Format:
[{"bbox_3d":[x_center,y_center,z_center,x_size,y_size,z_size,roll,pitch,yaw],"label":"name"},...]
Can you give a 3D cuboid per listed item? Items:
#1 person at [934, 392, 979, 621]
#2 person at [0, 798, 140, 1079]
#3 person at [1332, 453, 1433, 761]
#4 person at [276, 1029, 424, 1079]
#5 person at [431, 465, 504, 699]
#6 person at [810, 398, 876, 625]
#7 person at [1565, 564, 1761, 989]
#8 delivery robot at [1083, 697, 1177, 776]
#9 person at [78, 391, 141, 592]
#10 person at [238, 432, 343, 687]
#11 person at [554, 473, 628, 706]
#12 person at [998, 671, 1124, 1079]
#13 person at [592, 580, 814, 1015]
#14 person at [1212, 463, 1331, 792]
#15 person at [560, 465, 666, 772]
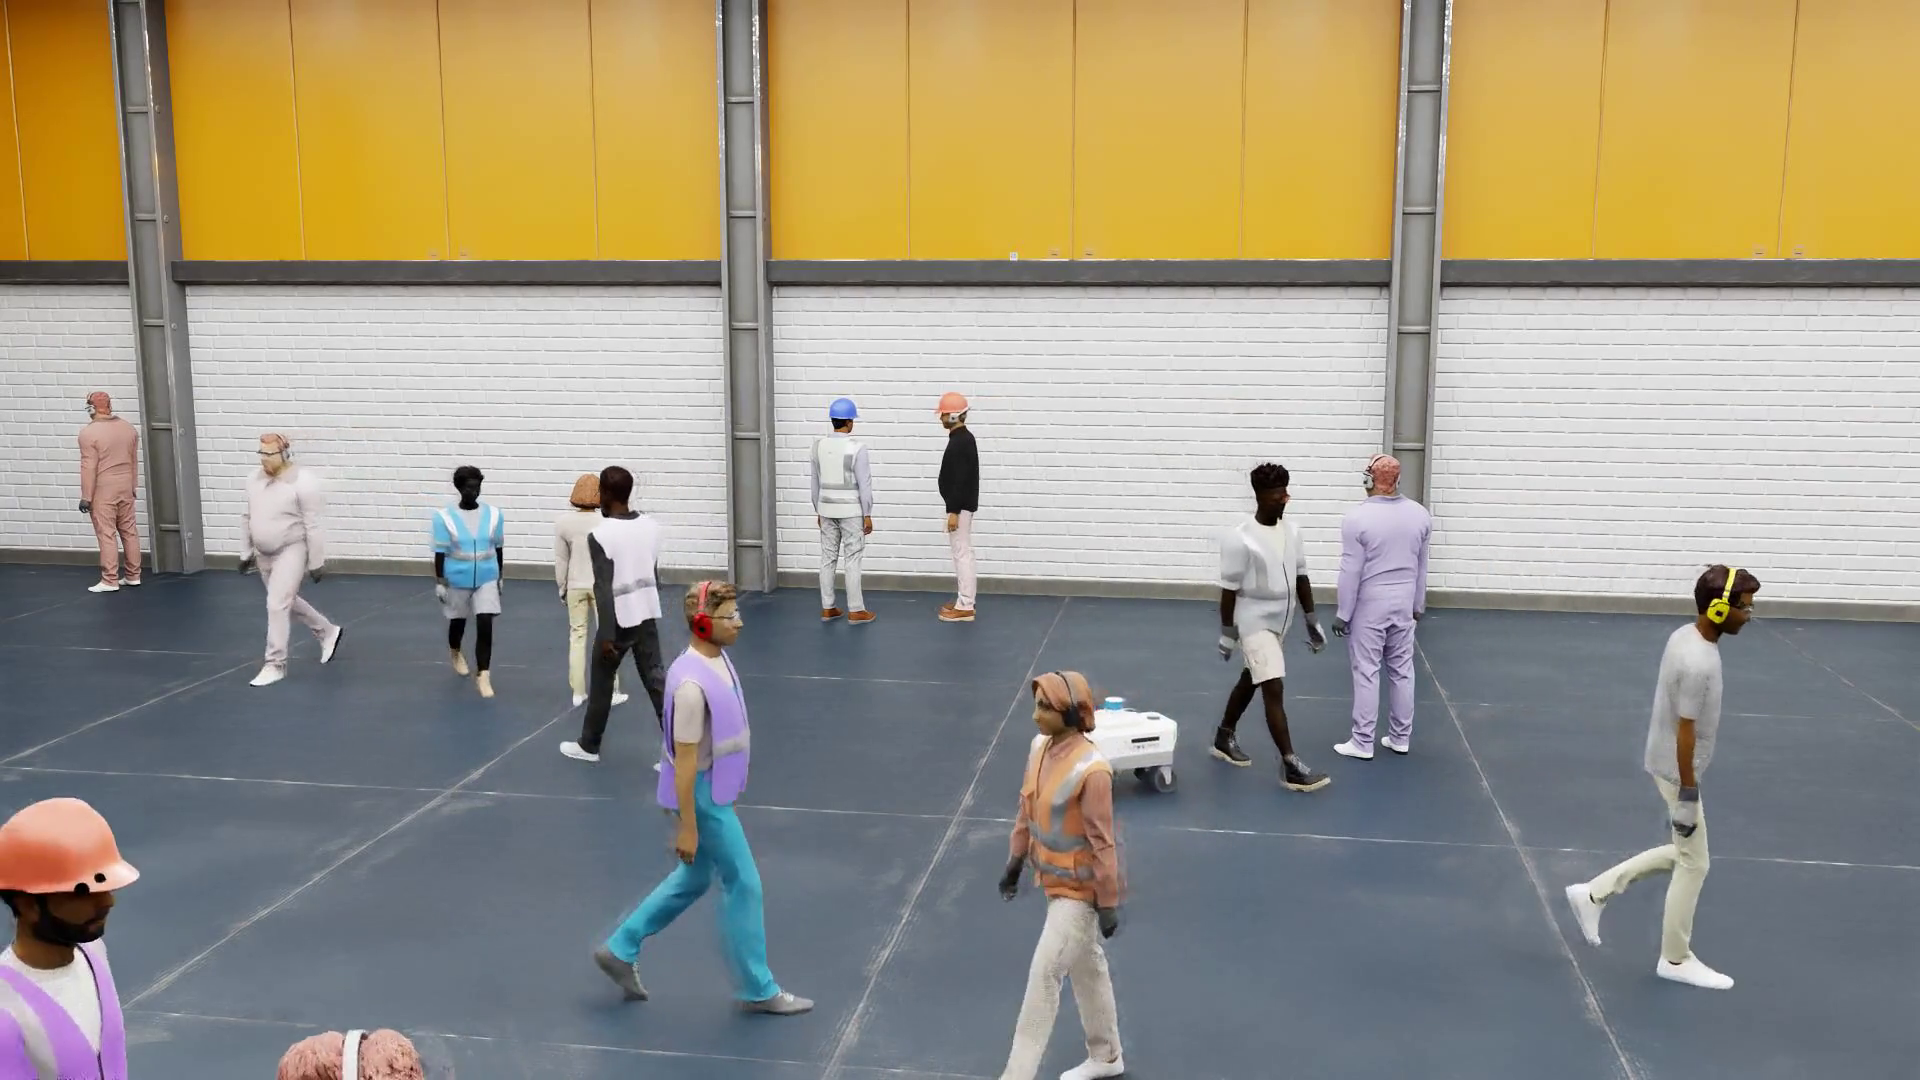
[{"bbox_3d":[-0.030,-0.292,14.448,0.401,1.989,0.623,1,9,7],"label":"person"},{"bbox_3d":[-2.058,1.500,3.728,0.979,1.897,0.552,1,9,4],"label":"person"},{"bbox_3d":[2.596,0.415,10.347,0.636,1.911,0.405,-4,10,-22],"label":"person"},{"bbox_3d":[-0.809,1.677,2.748,1.013,1.861,0.651,-2,9,-14],"label":"person"},{"bbox_3d":[-3.563,0.265,12.034,0.529,1.669,0.782,-5,10,-27],"label":"person"},{"bbox_3d":[-1.006,-0.245,14.295,0.605,1.948,0.388,5,11,30],"label":"person"},{"bbox_3d":[2.977,0.986,7.027,0.626,1.840,0.576,4,10,21],"label":"person"},{"bbox_3d":[0.892,1.156,9.647,0.707,0.478,0.477,-4,10,-21],"label":"delivery robot"},{"bbox_3d":[-8.073,-0.456,15.744,0.407,1.902,0.639,3,10,18],"label":"person"},{"bbox_3d":[-5.010,0.099,12.434,0.652,1.867,0.880,5,10,27],"label":"person"},{"bbox_3d":[-2.562,0.349,11.584,0.507,1.635,0.273,1,9,6],"label":"person"},{"bbox_3d":[0.293,1.269,6.010,0.795,1.607,0.528,-3,10,-20],"label":"person"},{"bbox_3d":[-1.076,1.046,6.750,0.869,1.819,0.574,0,9,1],"label":"person"},{"bbox_3d":[1.838,0.486,9.900,0.606,1.913,1.011,-8,12,-41],"label":"person"},{"bbox_3d":[-2.014,0.478,10.104,1.015,1.874,0.609,6,11,32],"label":"person"}]
